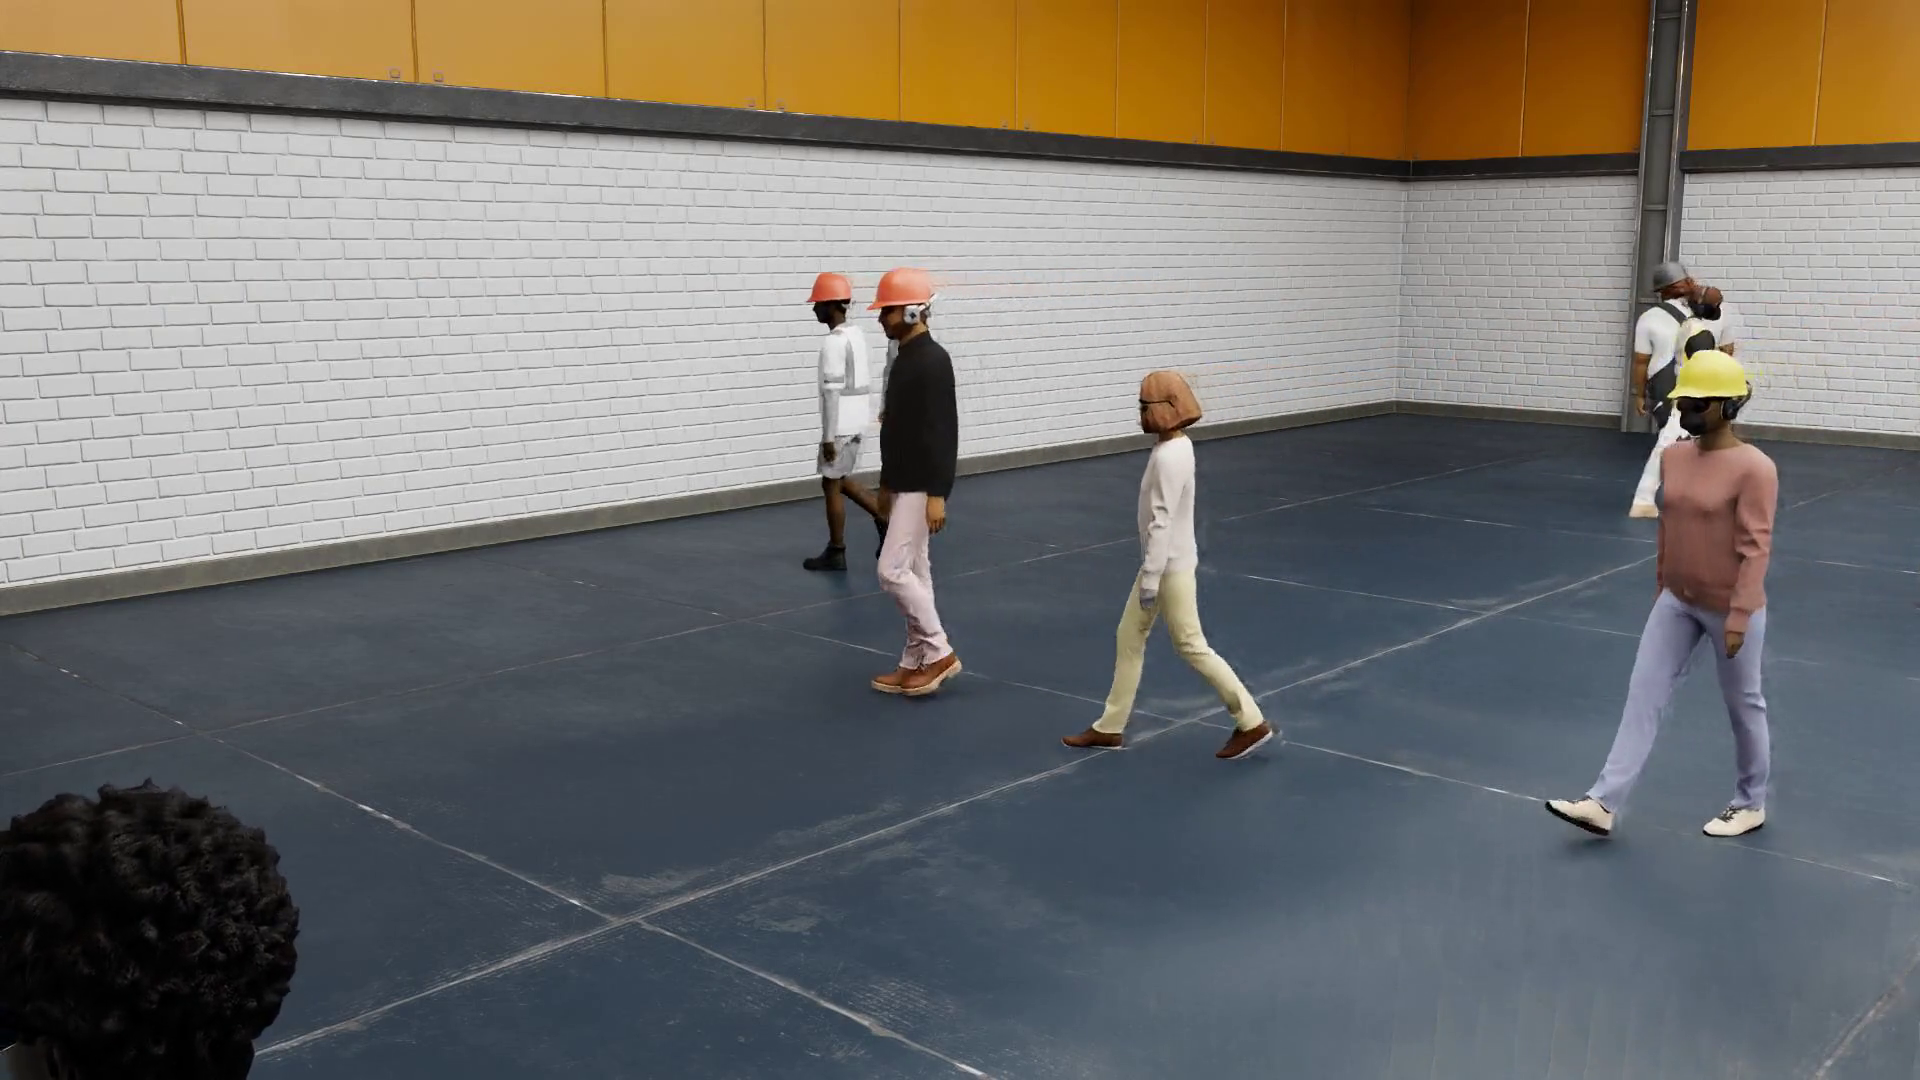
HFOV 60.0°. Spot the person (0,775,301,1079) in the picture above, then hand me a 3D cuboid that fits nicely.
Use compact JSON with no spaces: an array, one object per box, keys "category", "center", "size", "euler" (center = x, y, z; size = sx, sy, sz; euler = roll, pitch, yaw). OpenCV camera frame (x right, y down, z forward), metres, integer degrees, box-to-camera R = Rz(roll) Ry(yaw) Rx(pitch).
[{"category":"person","center":[-0.566,1.014,1.312],"size":[0.321,1.690,0.533],"euler":[4,11,23]}]

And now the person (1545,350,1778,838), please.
[{"category":"person","center":[2.500,0.217,5.729],"size":[0.877,1.717,0.547],"euler":[-4,11,-21]}]

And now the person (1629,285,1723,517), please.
[{"category":"person","center":[5.626,-1.035,12.689],"size":[0.946,1.791,0.645],"euler":[2,10,9]}]

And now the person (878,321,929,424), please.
[{"category":"person","center":[-0.406,-1.016,12.835],"size":[0.507,1.735,0.534],"euler":[9,13,40]}]

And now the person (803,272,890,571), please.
[{"category":"person","center":[-0.707,-0.736,10.605],"size":[0.574,1.921,0.572],"euler":[3,10,16]}]

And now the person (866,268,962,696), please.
[{"category":"person","center":[-0.227,-0.253,7.674],"size":[0.427,1.981,0.658],"euler":[-3,10,-15]}]

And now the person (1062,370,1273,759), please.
[{"category":"person","center":[0.871,0.108,6.733],"size":[0.846,1.593,0.516],"euler":[1,10,7]}]

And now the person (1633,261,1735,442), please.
[{"category":"person","center":[5.532,-1.182,12.811],"size":[0.746,2.000,0.975],"euler":[1,10,3]}]
